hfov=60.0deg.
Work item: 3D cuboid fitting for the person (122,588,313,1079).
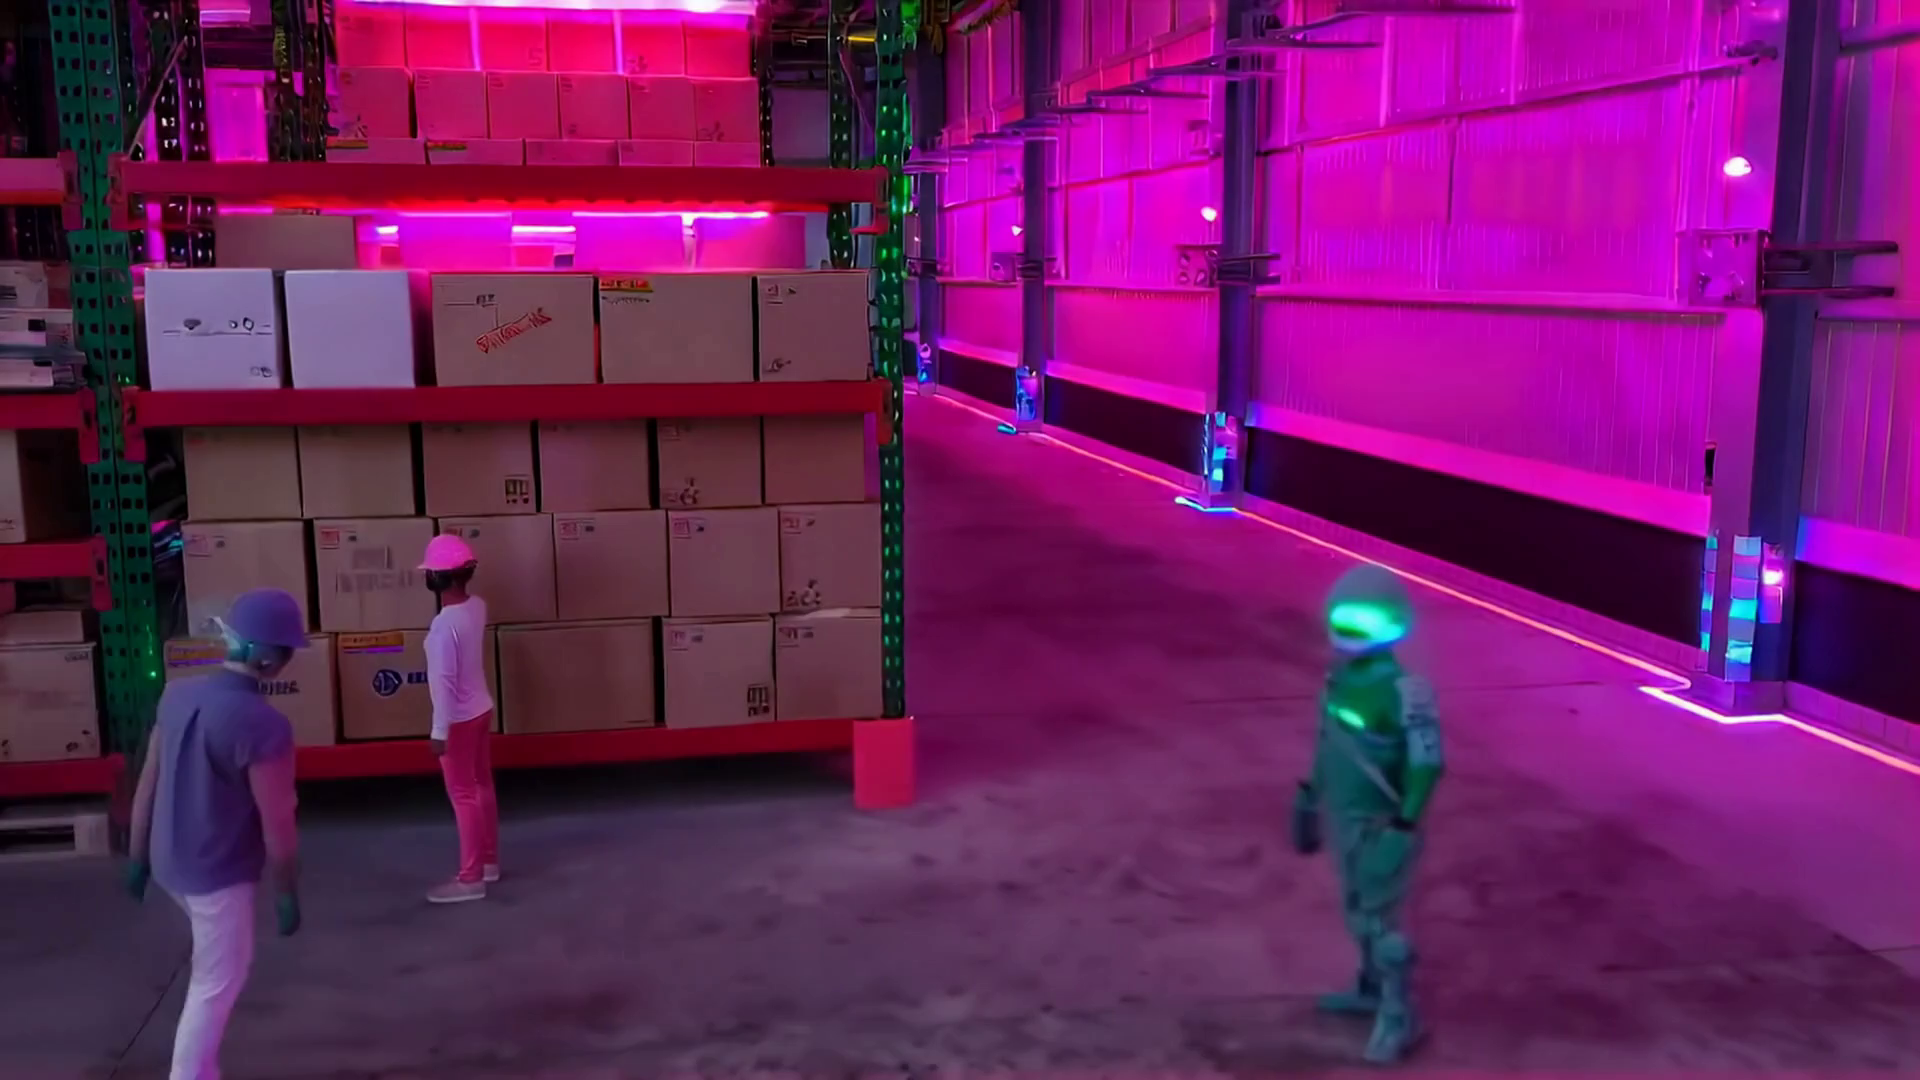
[{"bbox_3d":[-2.539,1.139,5.739,0.641,1.934,0.662,6,11,33],"label":"person"}]

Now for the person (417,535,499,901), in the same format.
[{"bbox_3d":[-2.424,0.850,8.010,0.316,1.769,0.525,0,9,3],"label":"person"}]
